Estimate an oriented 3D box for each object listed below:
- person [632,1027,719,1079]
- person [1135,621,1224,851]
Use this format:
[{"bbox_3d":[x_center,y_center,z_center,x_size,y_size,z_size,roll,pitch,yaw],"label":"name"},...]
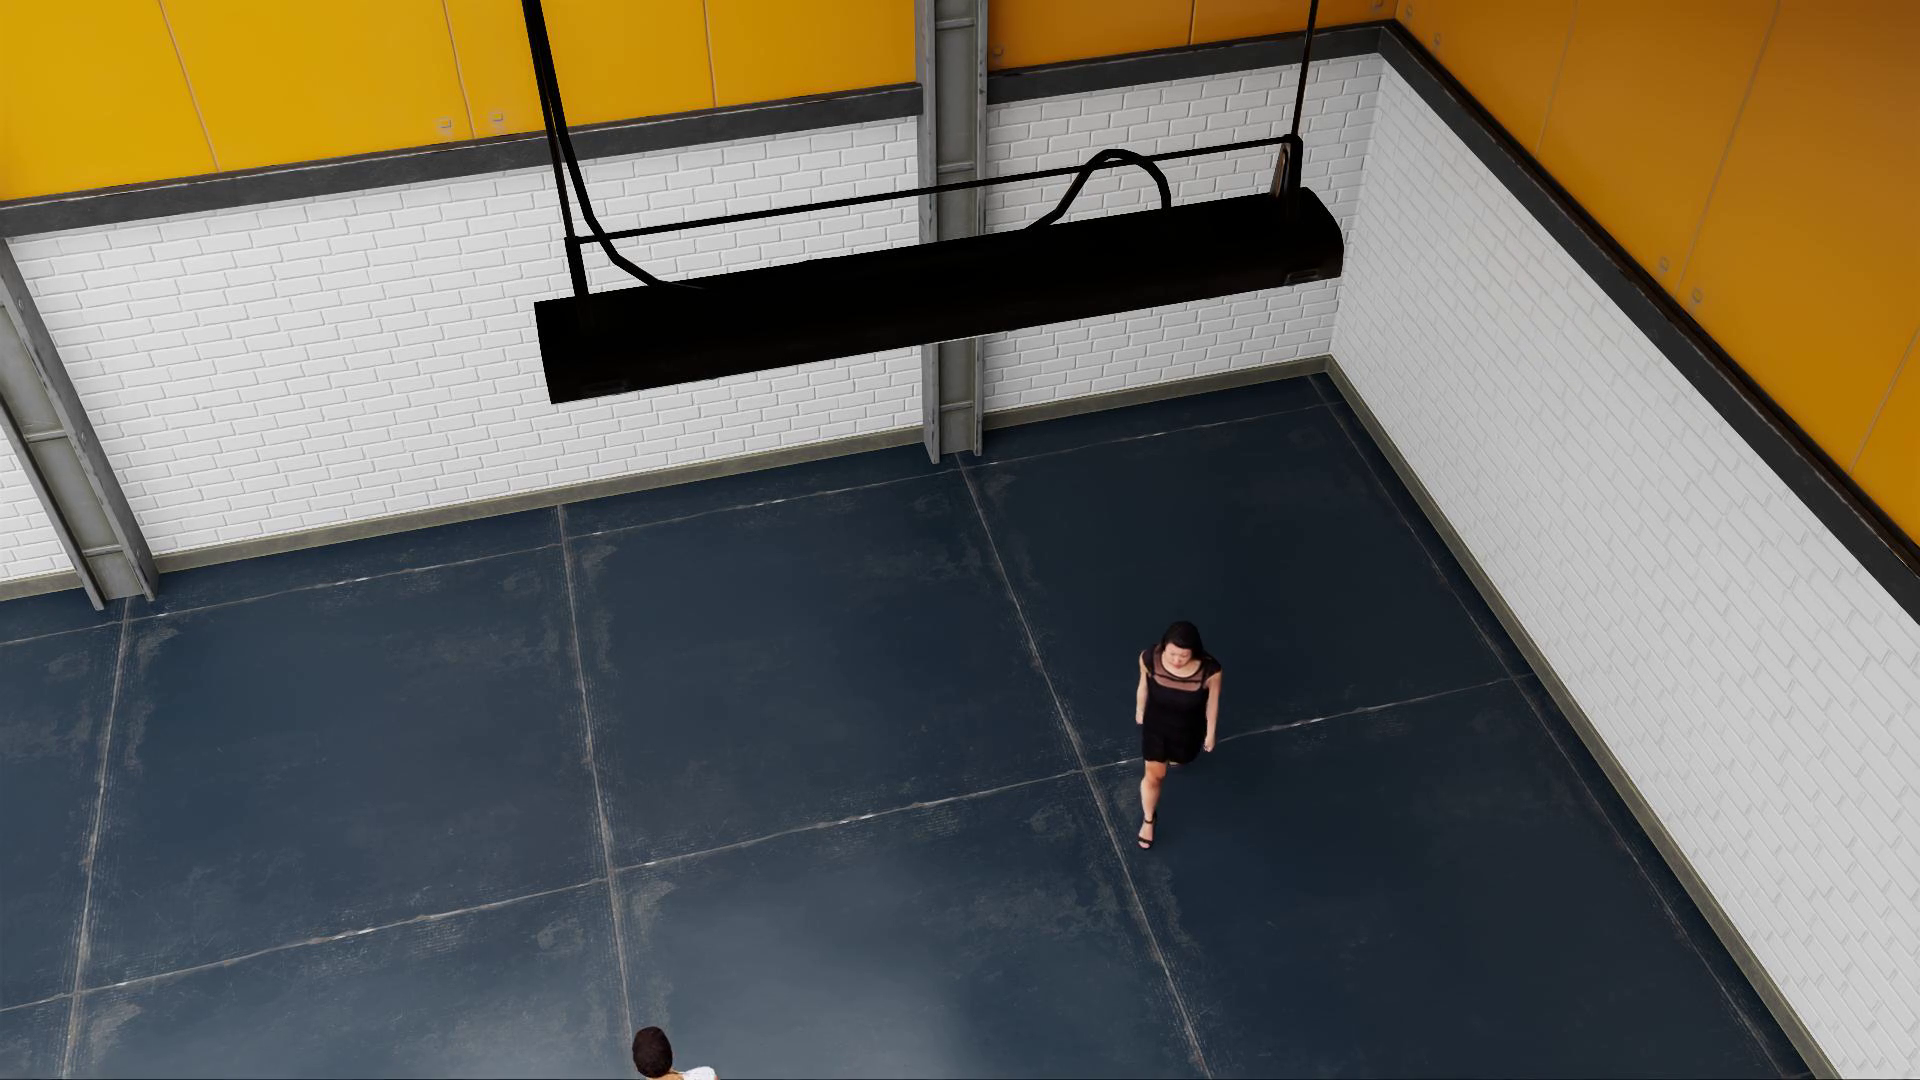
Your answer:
[{"bbox_3d":[-1.290,2.903,7.727,0.674,1.777,0.753,-18,47,-18],"label":"person"},{"bbox_3d":[1.277,1.030,9.761,1.101,1.683,1.042,9,44,10],"label":"person"}]
